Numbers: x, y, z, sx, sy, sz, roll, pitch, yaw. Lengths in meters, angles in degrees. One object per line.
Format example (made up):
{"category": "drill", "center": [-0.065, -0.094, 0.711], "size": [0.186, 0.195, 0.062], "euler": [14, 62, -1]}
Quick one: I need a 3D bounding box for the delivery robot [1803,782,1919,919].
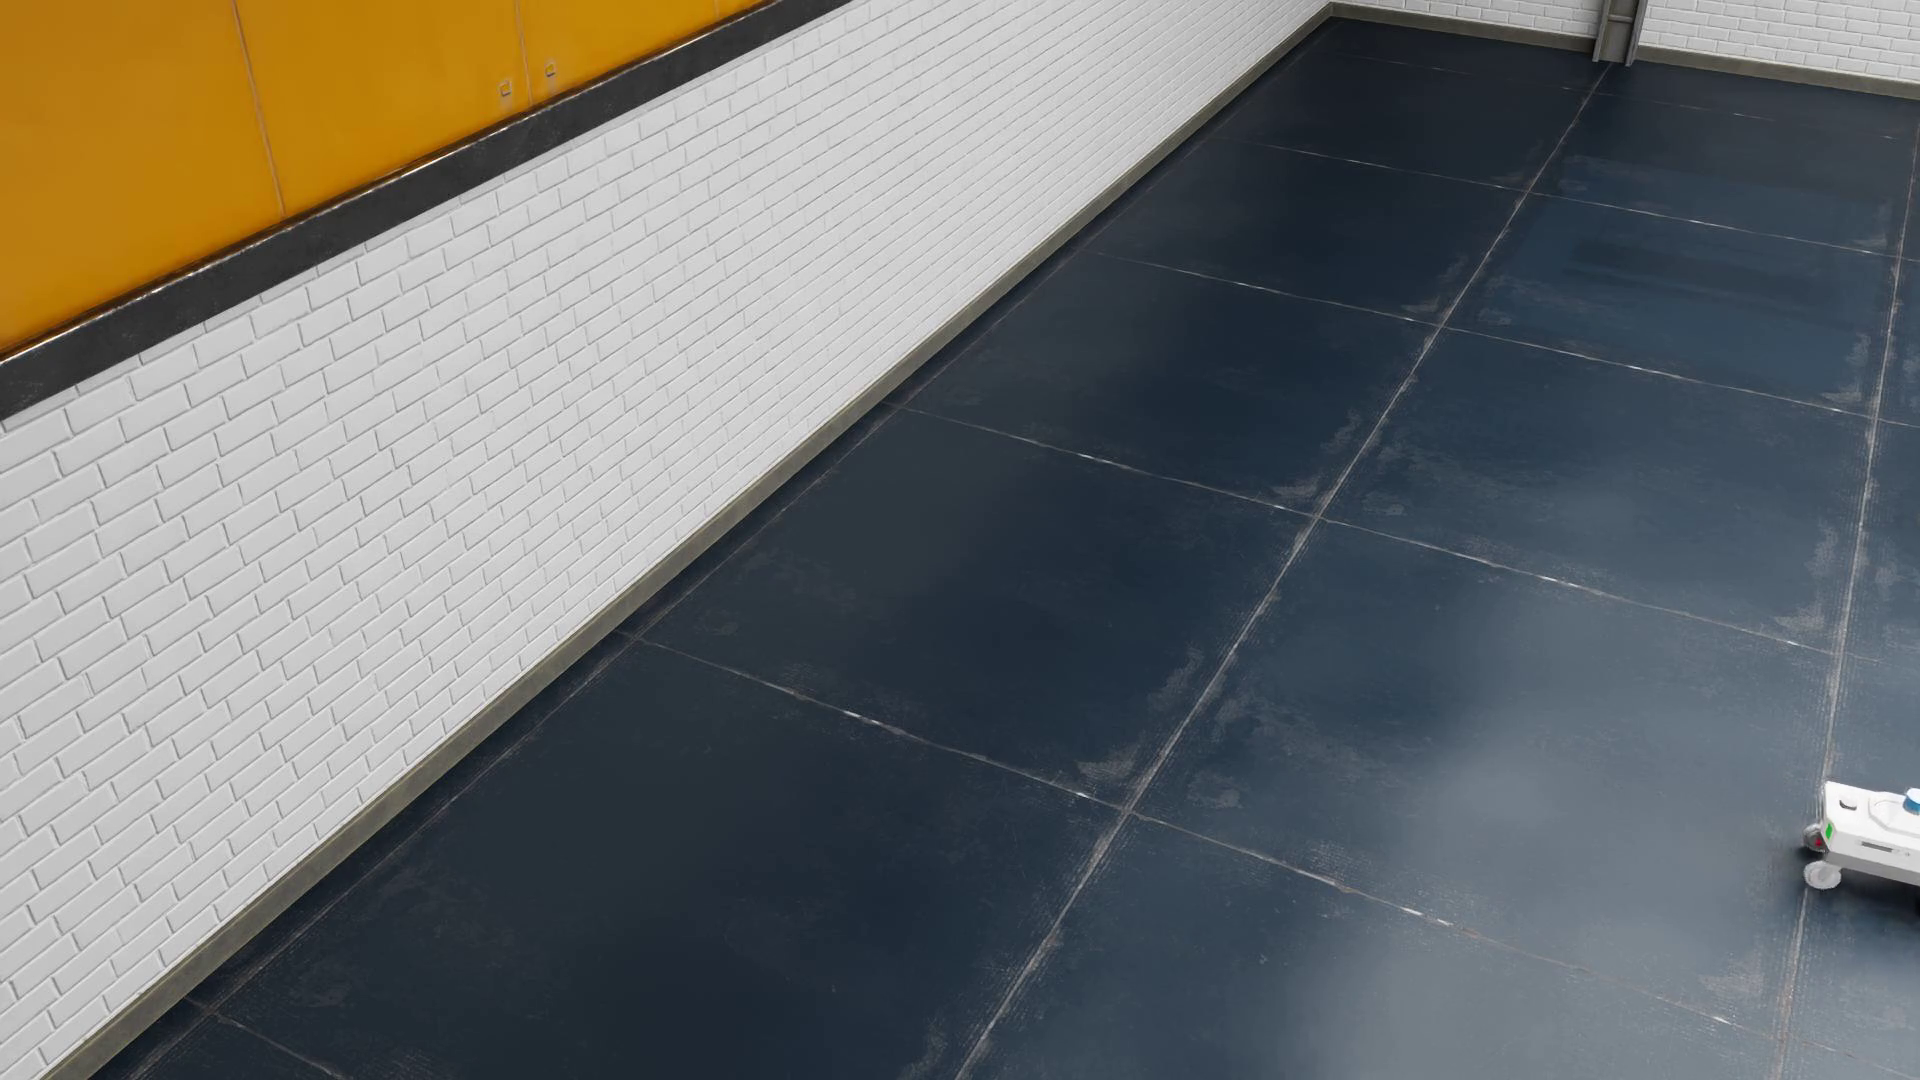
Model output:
{"category": "delivery robot", "center": [4.333, 1.403, 7.637], "size": [0.791, 0.598, 0.499], "euler": [13, 36, 18]}
